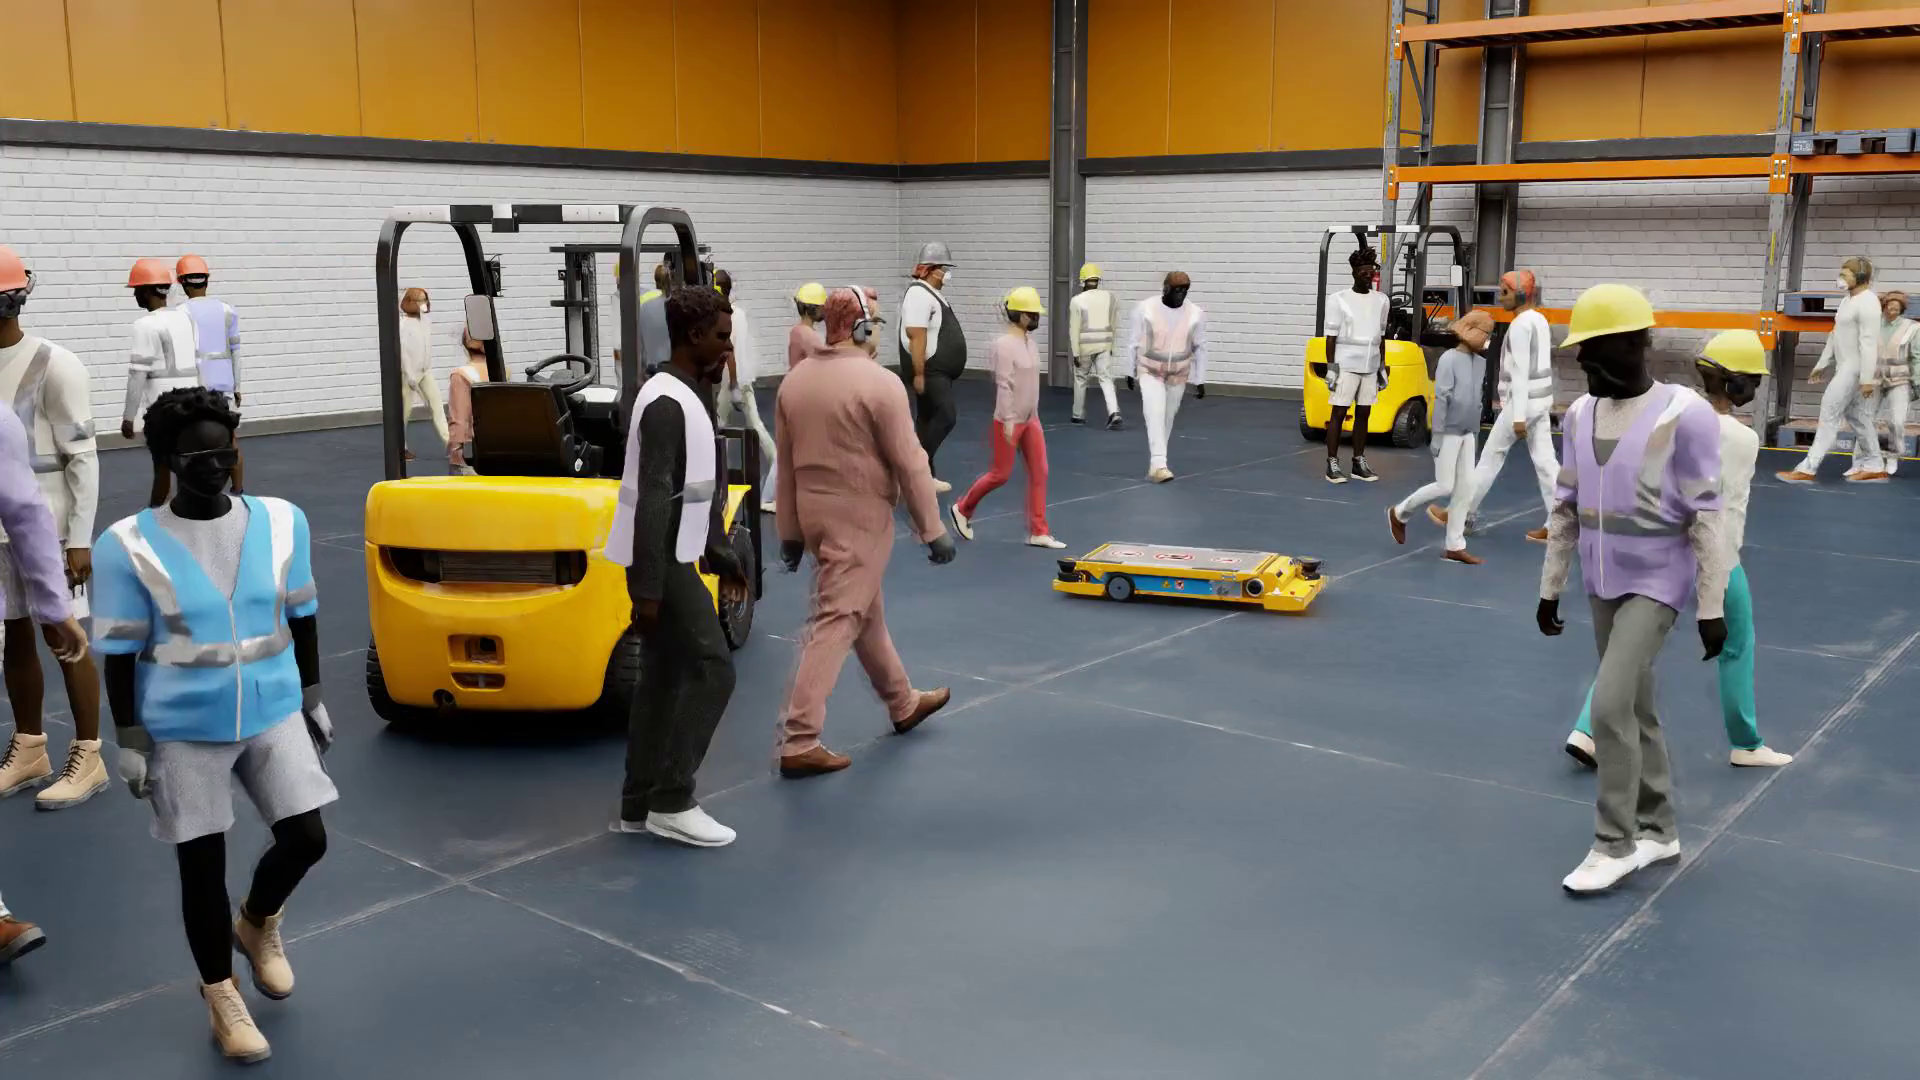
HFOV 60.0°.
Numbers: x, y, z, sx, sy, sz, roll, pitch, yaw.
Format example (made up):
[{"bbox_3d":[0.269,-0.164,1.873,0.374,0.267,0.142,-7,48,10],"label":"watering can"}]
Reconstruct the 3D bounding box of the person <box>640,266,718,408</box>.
[{"bbox_3d":[-2.130,-1.132,12.426,0.652,1.884,1.039,8,13,38],"label":"person"}]

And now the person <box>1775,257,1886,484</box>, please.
[{"bbox_3d":[7.371,-1.401,13.879,0.886,1.899,0.639,3,11,16],"label":"person"}]

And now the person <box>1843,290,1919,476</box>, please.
[{"bbox_3d":[7.874,-1.315,14.157,0.584,1.615,0.418,10,14,43],"label":"person"}]

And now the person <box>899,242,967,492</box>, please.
[{"bbox_3d":[-0.209,-1.374,13.315,0.536,2.000,0.711,1,10,8],"label":"person"}]

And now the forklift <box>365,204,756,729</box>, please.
[{"bbox_3d":[-1.766,-0.406,7.525,1.214,2.155,2.313,1,10,7],"label":"forklift"}]

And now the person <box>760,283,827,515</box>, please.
[{"bbox_3d":[-1.091,-1.044,12.375,0.924,1.709,0.549,-3,11,-17],"label":"person"}]

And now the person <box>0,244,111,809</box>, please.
[{"bbox_3d":[-3.370,-0.042,5.934,0.613,2.039,0.393,3,11,18],"label":"person"}]

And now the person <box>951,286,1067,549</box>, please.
[{"bbox_3d":[0.323,-0.813,11.035,0.769,1.737,0.521,7,12,34],"label":"person"}]

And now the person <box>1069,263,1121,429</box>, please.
[{"bbox_3d":[1.462,-2.092,17.995,0.600,1.799,0.910,-4,11,-19],"label":"person"}]

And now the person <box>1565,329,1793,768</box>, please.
[{"bbox_3d":[2.757,0.058,6.313,0.938,1.721,0.536,-3,11,-15],"label":"person"}]

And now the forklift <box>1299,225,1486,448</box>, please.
[{"bbox_3d":[4.449,-2.115,16.993,1.214,2.155,2.313,8,13,38],"label":"forklift"}]

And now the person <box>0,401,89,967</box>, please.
[{"bbox_3d":[-2.880,0.249,4.724,1.001,1.883,0.652,7,12,33],"label":"person"}]

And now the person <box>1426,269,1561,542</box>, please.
[{"bbox_3d":[3.713,-0.903,11.268,1.013,1.823,0.590,8,13,39],"label":"person"}]

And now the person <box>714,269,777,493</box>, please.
[{"bbox_3d":[-1.797,-1.222,13.139,0.984,1.806,0.548,3,11,17],"label":"person"}]

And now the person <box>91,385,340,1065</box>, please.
[{"bbox_3d":[-1.835,0.456,4.130,0.549,1.686,0.371,-9,14,-41],"label":"person"}]

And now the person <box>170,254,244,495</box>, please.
[{"bbox_3d":[-5.569,-1.126,12.253,0.374,1.928,0.542,8,13,39],"label":"person"}]

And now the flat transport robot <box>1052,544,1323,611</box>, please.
[{"bbox_3d":[1.309,0.194,9.530,1.431,0.197,0.652,4,11,21],"label":"flat transport robot"}]

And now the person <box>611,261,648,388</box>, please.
[{"bbox_3d":[-3.716,-2.276,18.941,0.614,1.810,0.604,7,12,33],"label":"person"}]

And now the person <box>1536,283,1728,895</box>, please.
[{"bbox_3d":[2.054,0.152,5.253,0.732,1.890,0.619,-4,11,-21],"label":"person"}]

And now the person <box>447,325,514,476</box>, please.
[{"bbox_3d":[-2.687,-0.416,9.236,0.311,1.616,0.694,3,11,19],"label":"person"}]

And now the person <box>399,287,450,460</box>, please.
[{"bbox_3d":[-4.912,-1.511,15.279,0.821,1.590,0.530,4,11,19],"label":"person"}]

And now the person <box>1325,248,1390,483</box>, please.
[{"bbox_3d":[3.342,-1.462,14.006,0.609,1.964,0.367,-4,11,-20],"label":"person"}]

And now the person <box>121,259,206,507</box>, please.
[{"bbox_3d":[-5.318,-0.873,10.912,0.901,1.900,0.575,1,10,6],"label":"person"}]

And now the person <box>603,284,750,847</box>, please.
[{"bbox_3d":[-0.945,0.089,5.646,0.551,1.886,0.604,-1,10,-8],"label":"person"}]

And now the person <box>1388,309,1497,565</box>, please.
[{"bbox_3d":[3.080,-0.667,10.577,0.550,1.603,0.614,-9,14,-41],"label":"person"}]

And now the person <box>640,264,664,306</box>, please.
[{"bbox_3d":[-2.574,-1.518,14.696,0.640,1.839,0.439,5,11,27],"label":"person"}]

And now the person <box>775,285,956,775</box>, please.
[{"bbox_3d":[-0.372,-0.052,6.507,1.010,1.857,0.660,-9,13,-40],"label":"person"}]

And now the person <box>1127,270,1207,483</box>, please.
[{"bbox_3d":[1.759,-1.377,14.072,0.639,1.774,0.931,-1,10,-7],"label":"person"}]
